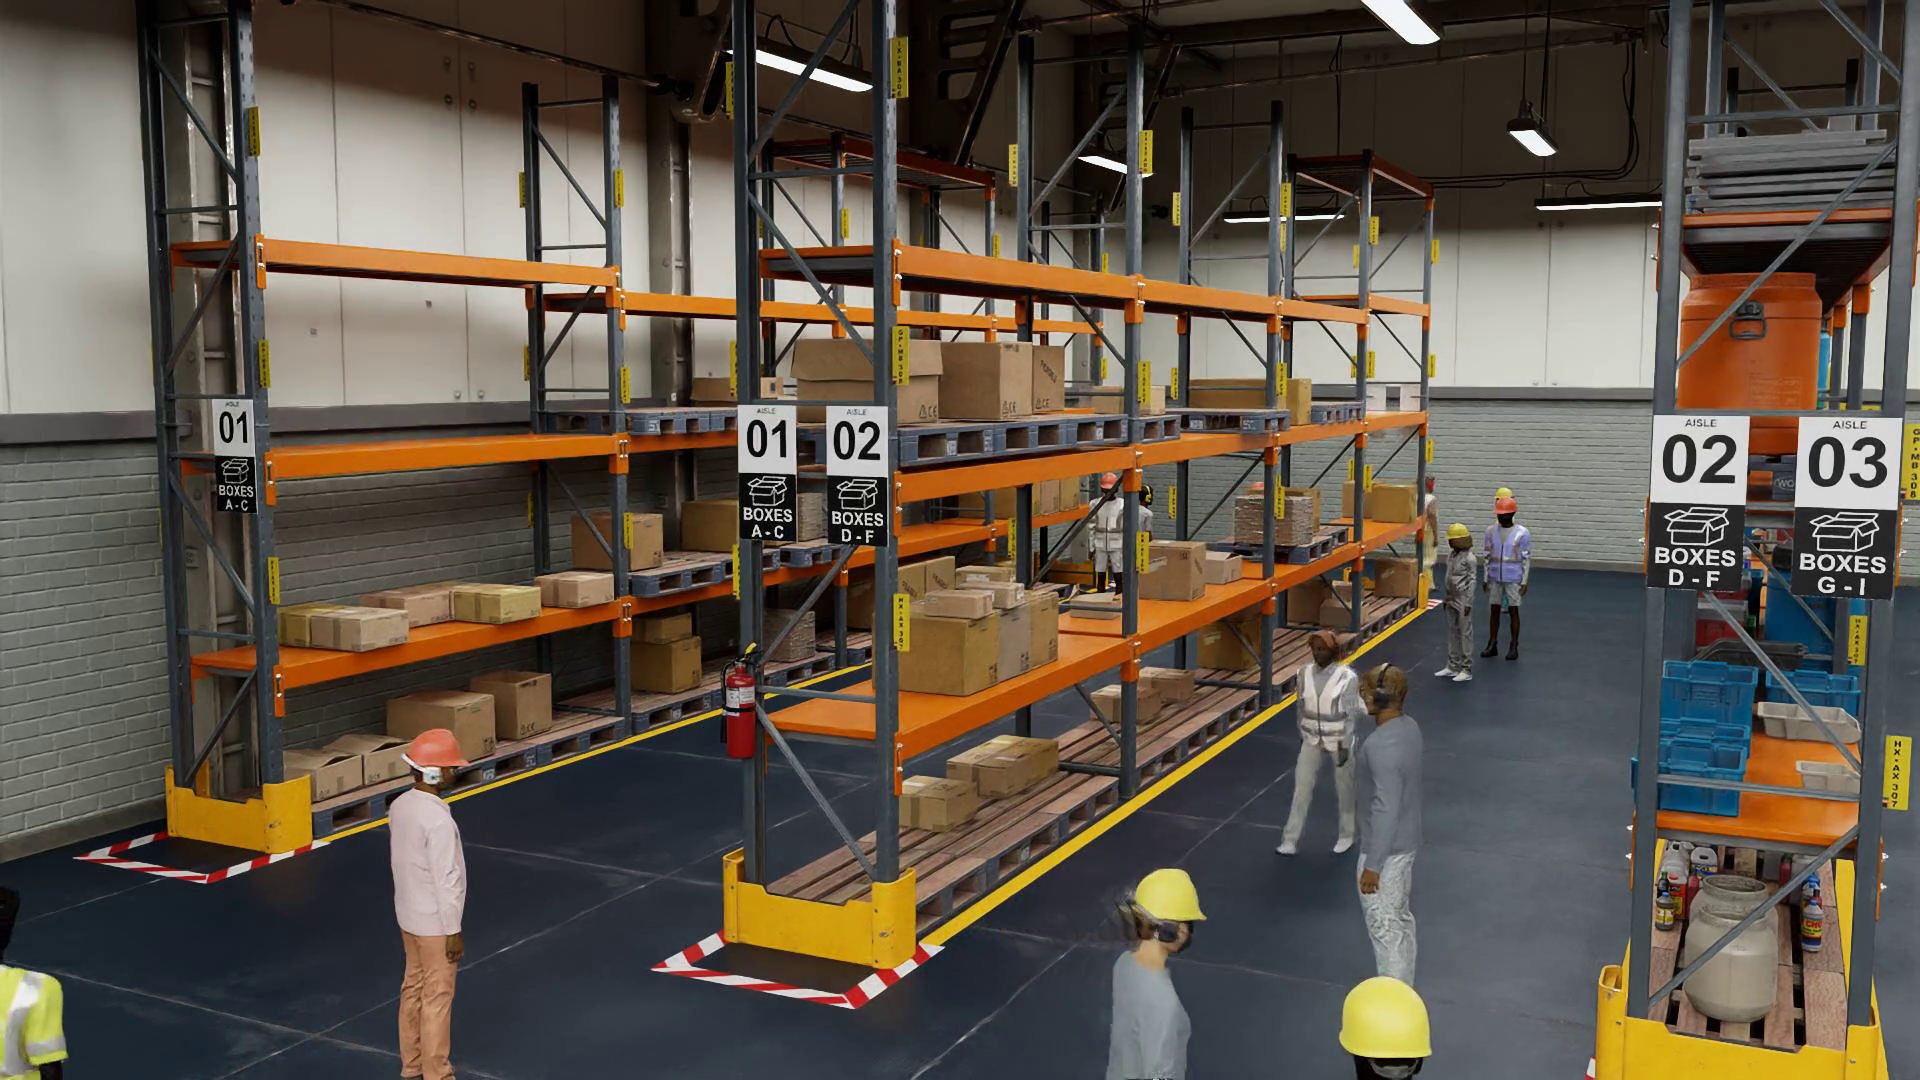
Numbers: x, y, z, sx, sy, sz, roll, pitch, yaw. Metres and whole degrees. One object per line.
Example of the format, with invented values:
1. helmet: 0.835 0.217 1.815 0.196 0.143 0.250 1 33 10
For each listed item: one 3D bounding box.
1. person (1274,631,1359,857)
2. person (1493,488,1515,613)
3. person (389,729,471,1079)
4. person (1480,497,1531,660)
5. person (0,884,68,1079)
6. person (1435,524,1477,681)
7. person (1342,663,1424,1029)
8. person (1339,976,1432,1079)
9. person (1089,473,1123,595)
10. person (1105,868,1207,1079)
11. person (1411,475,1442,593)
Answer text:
1. person: 2.515 1.438 11.592 0.519 1.606 0.847 5 8 39
2. person: 7.640 0.147 23.374 0.327 1.769 0.525 3 6 25
3. person: -2.466 1.753 7.828 0.340 1.747 0.573 -5 8 -40
4. person: 6.433 0.450 19.626 0.548 1.934 0.375 5 8 39
5. person: -3.337 2.028 5.664 0.536 1.647 0.837 -2 6 -17
6. person: 5.478 0.682 18.329 0.311 1.735 0.483 -2 6 -18
7. person: 2.178 1.589 8.519 0.356 1.938 0.638 3 7 26
8. person: 1.051 2.049 4.181 0.581 1.919 0.399 -1 6 -5
9. person: 2.027 0.101 22.549 0.607 2.034 0.408 2 6 21
10. person: 0.716 1.980 5.653 0.661 1.736 0.551 -1 6 -10
11. person: 7.041 -0.072 25.336 0.680 1.817 0.596 -2 6 -16
